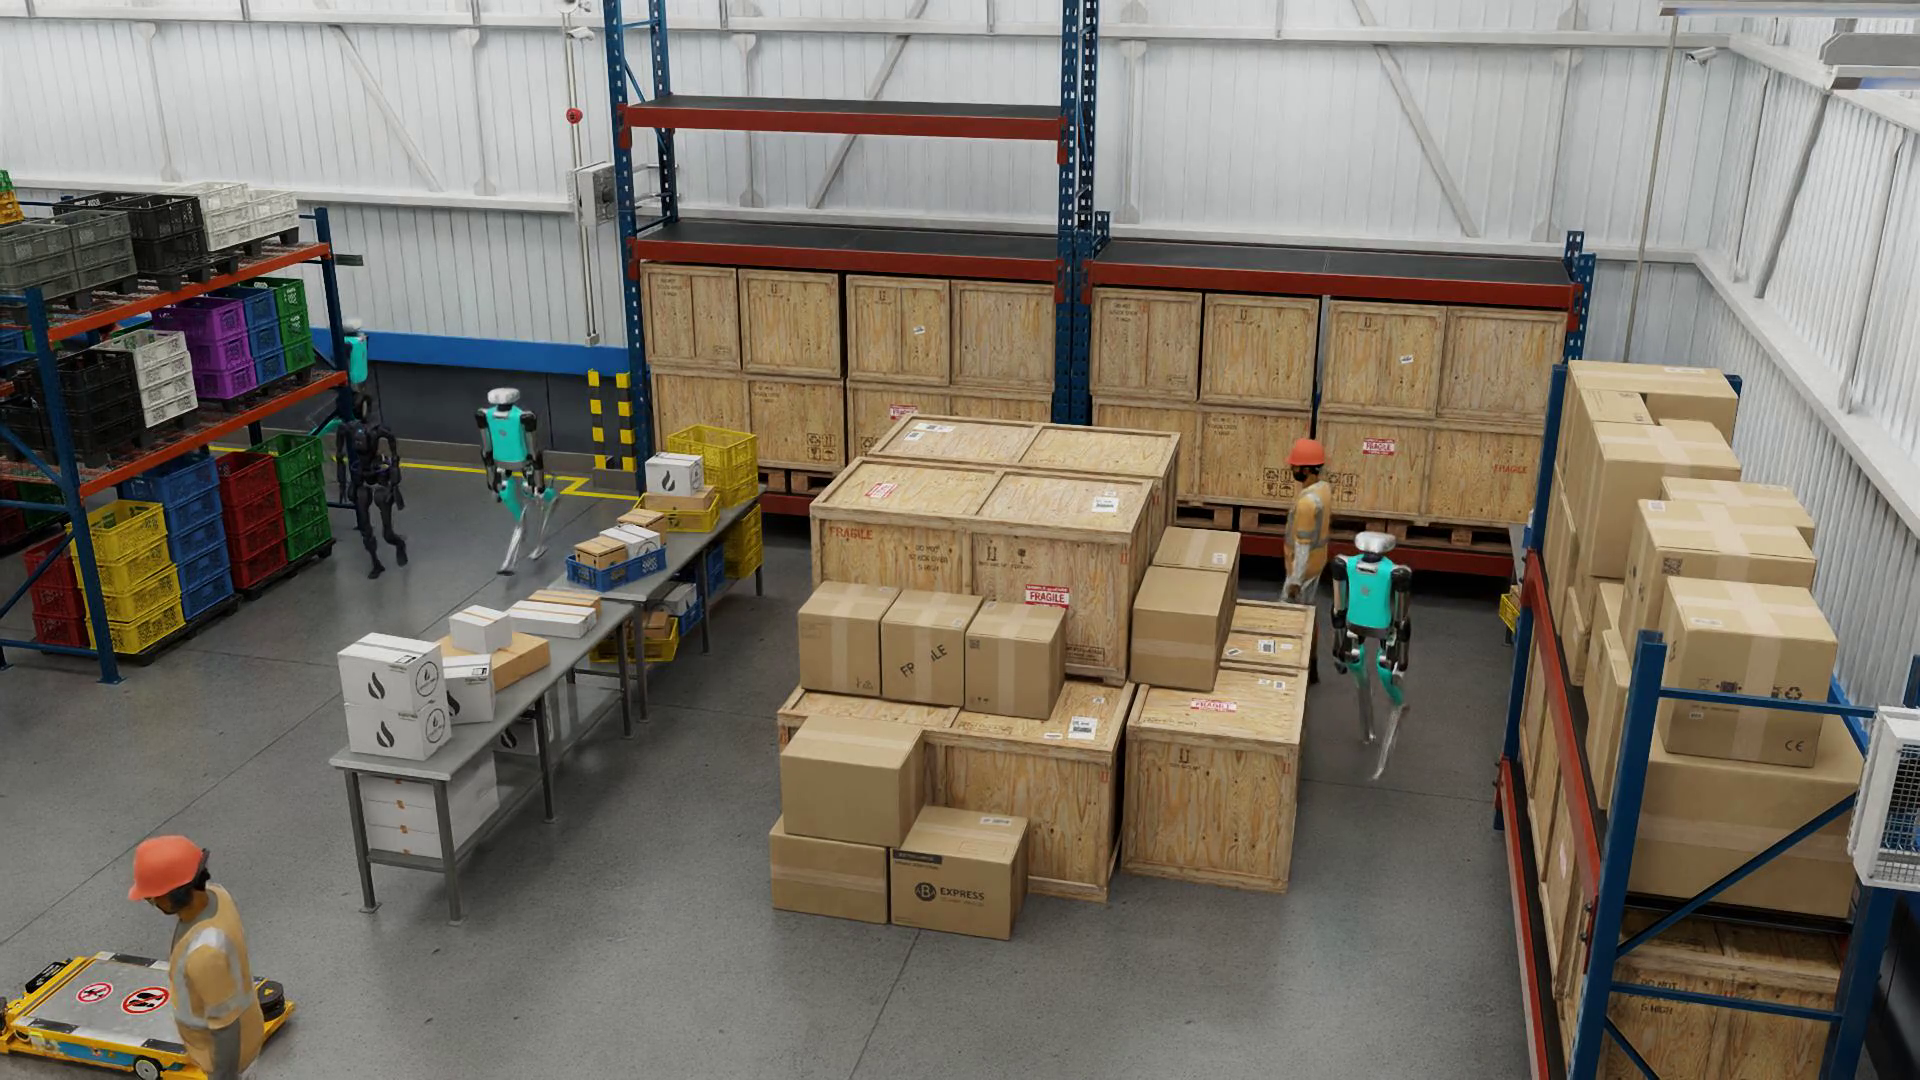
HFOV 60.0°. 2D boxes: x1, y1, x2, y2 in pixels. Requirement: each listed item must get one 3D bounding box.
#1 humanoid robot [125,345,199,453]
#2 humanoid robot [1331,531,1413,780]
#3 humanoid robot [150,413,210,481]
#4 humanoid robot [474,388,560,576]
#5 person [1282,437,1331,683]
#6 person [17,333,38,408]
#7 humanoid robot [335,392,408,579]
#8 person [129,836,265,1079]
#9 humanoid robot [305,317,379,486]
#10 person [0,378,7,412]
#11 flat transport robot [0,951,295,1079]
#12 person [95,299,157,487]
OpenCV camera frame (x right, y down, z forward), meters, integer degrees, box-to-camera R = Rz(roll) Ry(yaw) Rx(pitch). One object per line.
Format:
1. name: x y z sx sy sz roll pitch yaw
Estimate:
1. humanoid robot: -7.485 -1.013 15.686 0.549 1.822 0.740 10 23 23
2. humanoid robot: 2.836 0.717 11.217 0.554 1.822 0.857 13 25 31
3. humanoid robot: -7.050 -0.721 15.005 0.607 1.656 0.600 4 21 10
4. humanoid robot: -3.775 -0.532 14.376 0.531 1.723 1.018 3 21 9
5. person: 2.504 0.176 12.260 0.370 1.937 0.550 10 23 25
6. person: -9.931 -1.770 17.555 0.996 1.777 0.594 11 24 27
7. humanoid robot: -5.072 -0.495 14.364 0.592 1.642 0.441 1 21 3
8. person: -3.138 2.132 7.004 0.403 2.032 0.607 -9 23 -21
9. humanoid robot: -6.161 -1.310 16.459 0.798 1.800 0.541 1 21 3
10. person: -10.238 -1.671 17.391 0.495 1.744 0.381 -5 21 -13
11. flat transport robot: -4.270 2.464 8.601 1.431 0.231 0.659 5 22 13
12. person: -8.356 -1.473 16.608 0.593 1.912 0.404 10 23 25
